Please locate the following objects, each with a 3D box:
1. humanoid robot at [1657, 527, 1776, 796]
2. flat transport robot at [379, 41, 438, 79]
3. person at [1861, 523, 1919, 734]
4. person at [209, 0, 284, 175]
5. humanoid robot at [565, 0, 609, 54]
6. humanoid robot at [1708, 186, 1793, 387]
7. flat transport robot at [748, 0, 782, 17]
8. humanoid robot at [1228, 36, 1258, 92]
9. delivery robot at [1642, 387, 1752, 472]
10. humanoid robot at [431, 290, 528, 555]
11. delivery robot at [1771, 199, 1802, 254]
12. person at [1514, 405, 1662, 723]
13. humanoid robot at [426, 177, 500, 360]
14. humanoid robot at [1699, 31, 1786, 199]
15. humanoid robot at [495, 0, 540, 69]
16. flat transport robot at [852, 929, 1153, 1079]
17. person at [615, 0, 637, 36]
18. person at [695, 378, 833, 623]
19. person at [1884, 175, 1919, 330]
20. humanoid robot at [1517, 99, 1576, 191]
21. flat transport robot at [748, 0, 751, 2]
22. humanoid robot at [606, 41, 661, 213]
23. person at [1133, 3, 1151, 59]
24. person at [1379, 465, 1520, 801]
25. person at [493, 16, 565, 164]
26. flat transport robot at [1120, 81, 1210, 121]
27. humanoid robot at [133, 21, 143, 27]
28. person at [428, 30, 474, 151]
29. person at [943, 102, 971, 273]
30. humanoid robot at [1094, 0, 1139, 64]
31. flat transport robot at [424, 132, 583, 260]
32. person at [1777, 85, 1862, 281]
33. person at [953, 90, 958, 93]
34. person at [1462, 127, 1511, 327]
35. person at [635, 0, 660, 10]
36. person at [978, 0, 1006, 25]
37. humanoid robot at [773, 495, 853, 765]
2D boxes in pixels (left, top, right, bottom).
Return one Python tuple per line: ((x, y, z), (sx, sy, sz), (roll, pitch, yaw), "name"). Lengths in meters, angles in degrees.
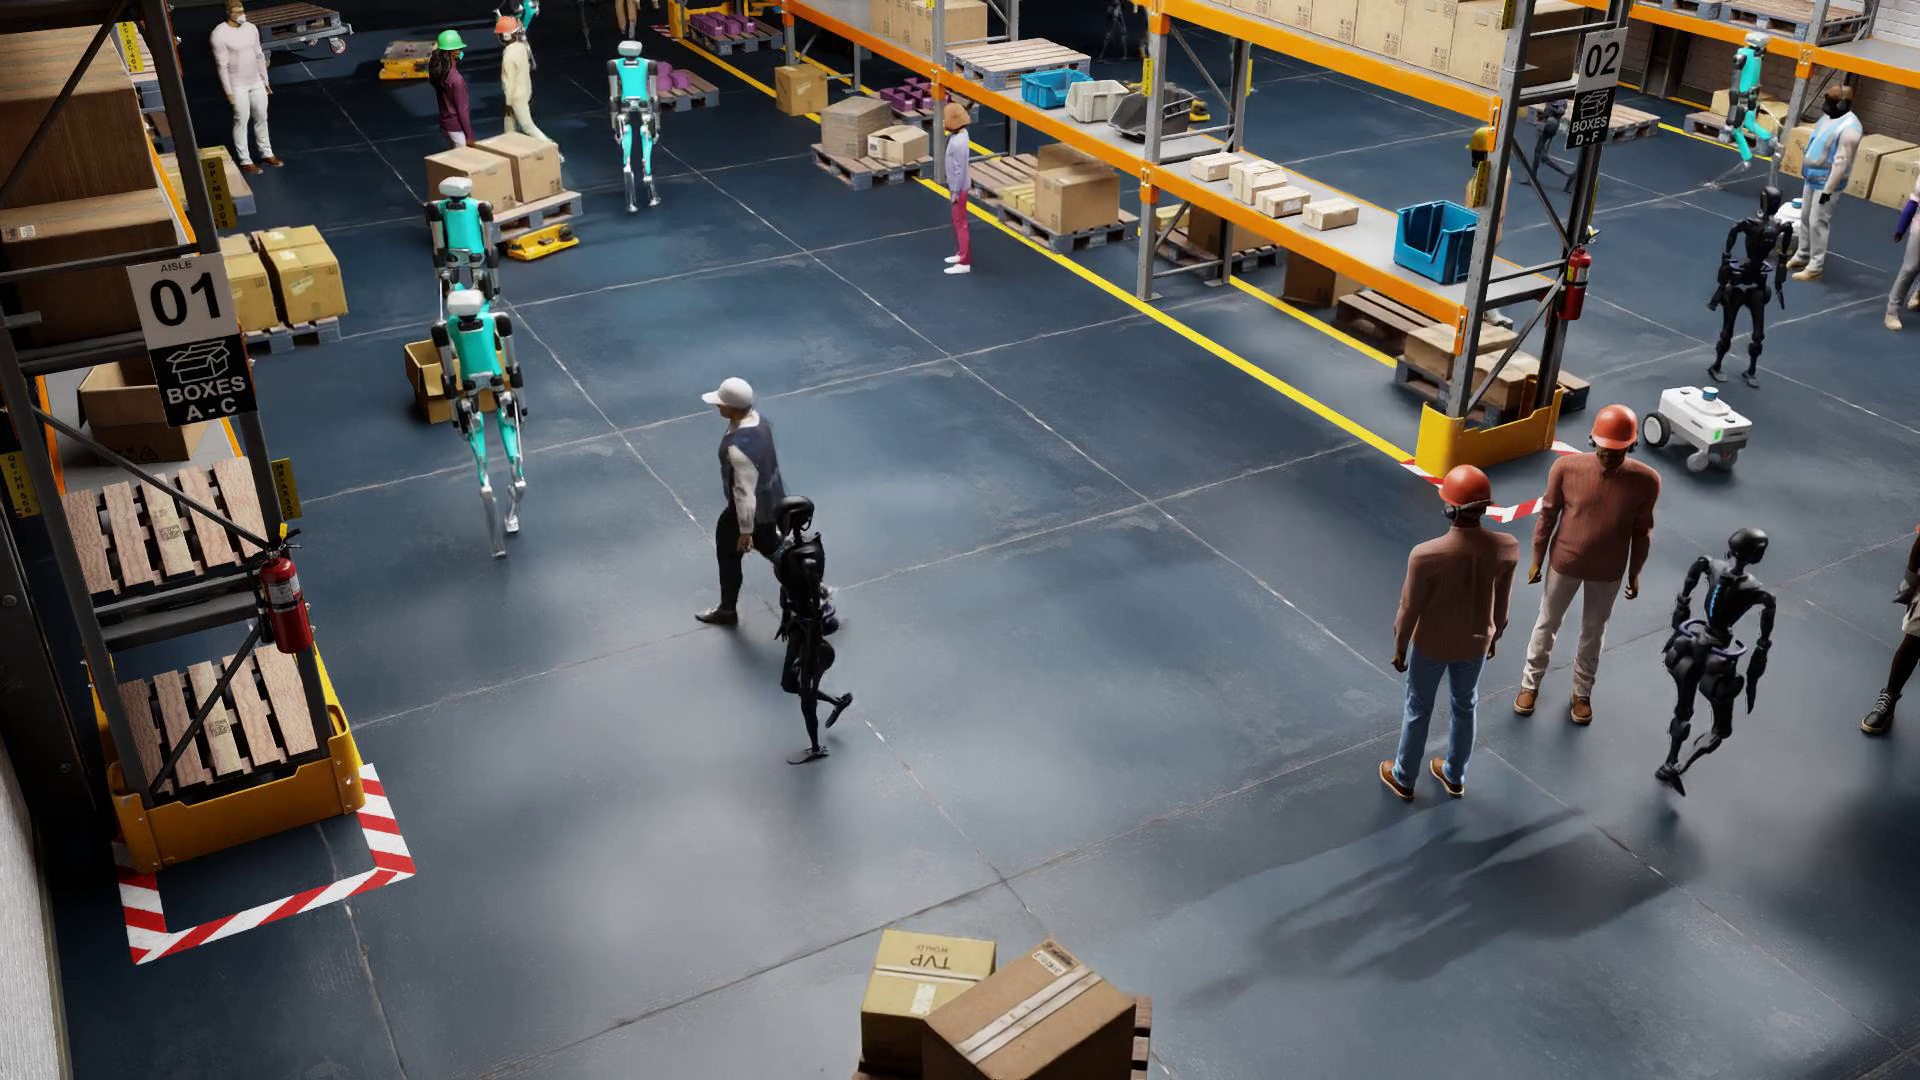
((3.975, 0.638, 8.890), (0.453, 1.648, 0.597), (-15, 33, -25), "humanoid robot")
((-7.591, -6.635, 22.961), (0.659, 0.231, 1.431), (-5, 30, -8), "flat transport robot")
((5.542, 0.281, 9.219), (0.600, 1.966, 0.368), (22, 37, 33), "person")
((-7.993, -5.089, 18.609), (0.369, 1.932, 0.633), (15, 33, 24), "person")
((-5.320, -7.816, 23.636), (0.609, 1.631, 0.757), (-6, 30, -10), "humanoid robot")
((6.460, -2.057, 13.565), (0.602, 1.649, 0.429), (-2, 30, -3), "humanoid robot")
((-2.679, -8.347, 25.940), (1.431, 0.231, 0.659), (-3, 30, -6), "flat transport robot")
((3.738, -6.677, 21.581), (0.655, 1.827, 0.532), (-2, 30, -3), "humanoid robot")
((5.620, -0.881, 12.675), (0.525, 0.614, 0.786), (-9, 31, -14), "delivery robot")
((-3.186, -0.712, 11.288), (0.554, 1.900, 0.739), (-9, 31, -15), "humanoid robot")
((8.233, -3.065, 16.464), (0.520, 0.599, 0.771), (18, 34, 28), "delivery robot")
((3.557, 0.138, 9.439), (0.624, 1.992, 0.385), (9, 31, 15), "person")
((-3.978, -1.954, 13.348), (0.581, 1.766, 0.797), (2, 30, 3), "humanoid robot")
((8.583, -4.480, 17.779), (0.541, 1.777, 1.013), (-23, 37, -34), "humanoid robot")
((-6.023, -7.251, 22.553), (0.821, 1.753, 0.546), (17, 34, 27), "humanoid robot")
((0.186, 2.447, 7.150), (0.659, 0.231, 1.431), (5, 30, 8), "flat transport robot")
((-4.924, -8.232, 24.286), (0.563, 1.721, 0.707), (-6, 30, -11), "person")
((-1.259, -0.231, 10.345), (0.824, 1.730, 0.729), (5, 30, 9), "person")
((8.644, -2.755, 14.758), (0.616, 1.714, 0.706), (7, 31, 12), "person")
((6.494, -4.615, 18.038), (0.632, 1.636, 0.597), (12, 32, 20), "humanoid robot")
((-2.774, -8.854, 26.823), (0.659, 0.231, 1.431), (19, 35, 29), "flat transport robot")
((-3.382, -4.221, 17.308), (0.541, 1.785, 0.883), (-2, 30, -3), "humanoid robot")
((2.629, -7.429, 22.750), (0.569, 1.860, 0.852), (-13, 32, -21), "person")
((2.573, 0.516, 8.795), (0.610, 1.986, 0.402), (-4, 30, -7), "person")
((-4.925, -5.004, 18.663), (0.858, 1.716, 0.569), (0, 30, 0), "person")
((2.575, -5.566, 21.099), (0.659, 0.231, 1.431), (-9, 31, -15), "flat transport robot")
((-11.238, -7.011, 22.198), (0.355, 1.640, 0.609), (24, 37, 35), "humanoid robot")
((-5.184, -4.261, 17.156), (0.432, 1.944, 0.481), (-24, 37, -35), "person")
((-0.027, -3.363, 15.892), (0.266, 1.630, 0.506), (1, 30, 2), "person")
((2.188, -7.390, 22.873), (0.619, 1.637, 0.585), (5, 30, 9), "humanoid robot")
((-4.599, -3.147, 16.889), (1.431, 0.231, 0.659), (22, 36, 33), "flat transport robot")
((8.152, -3.382, 15.731), (0.432, 1.832, 0.639), (1, 30, 1), "person")
((-0.108, -6.807, 21.657), (0.414, 1.878, 0.717), (-20, 35, -31), "person")
((4.447, -2.580, 14.253), (0.613, 1.908, 0.573), (-26, 39, -37), "person")
((-4.968, -9.193, 25.850), (0.617, 1.836, 0.432), (-10, 31, -17), "person")
((0.398, -8.468, 24.596), (0.727, 1.815, 0.539), (-18, 34, -28), "person")
((-0.785, 0.493, 9.147), (0.467, 1.646, 0.593), (-12, 32, -21), "humanoid robot")
